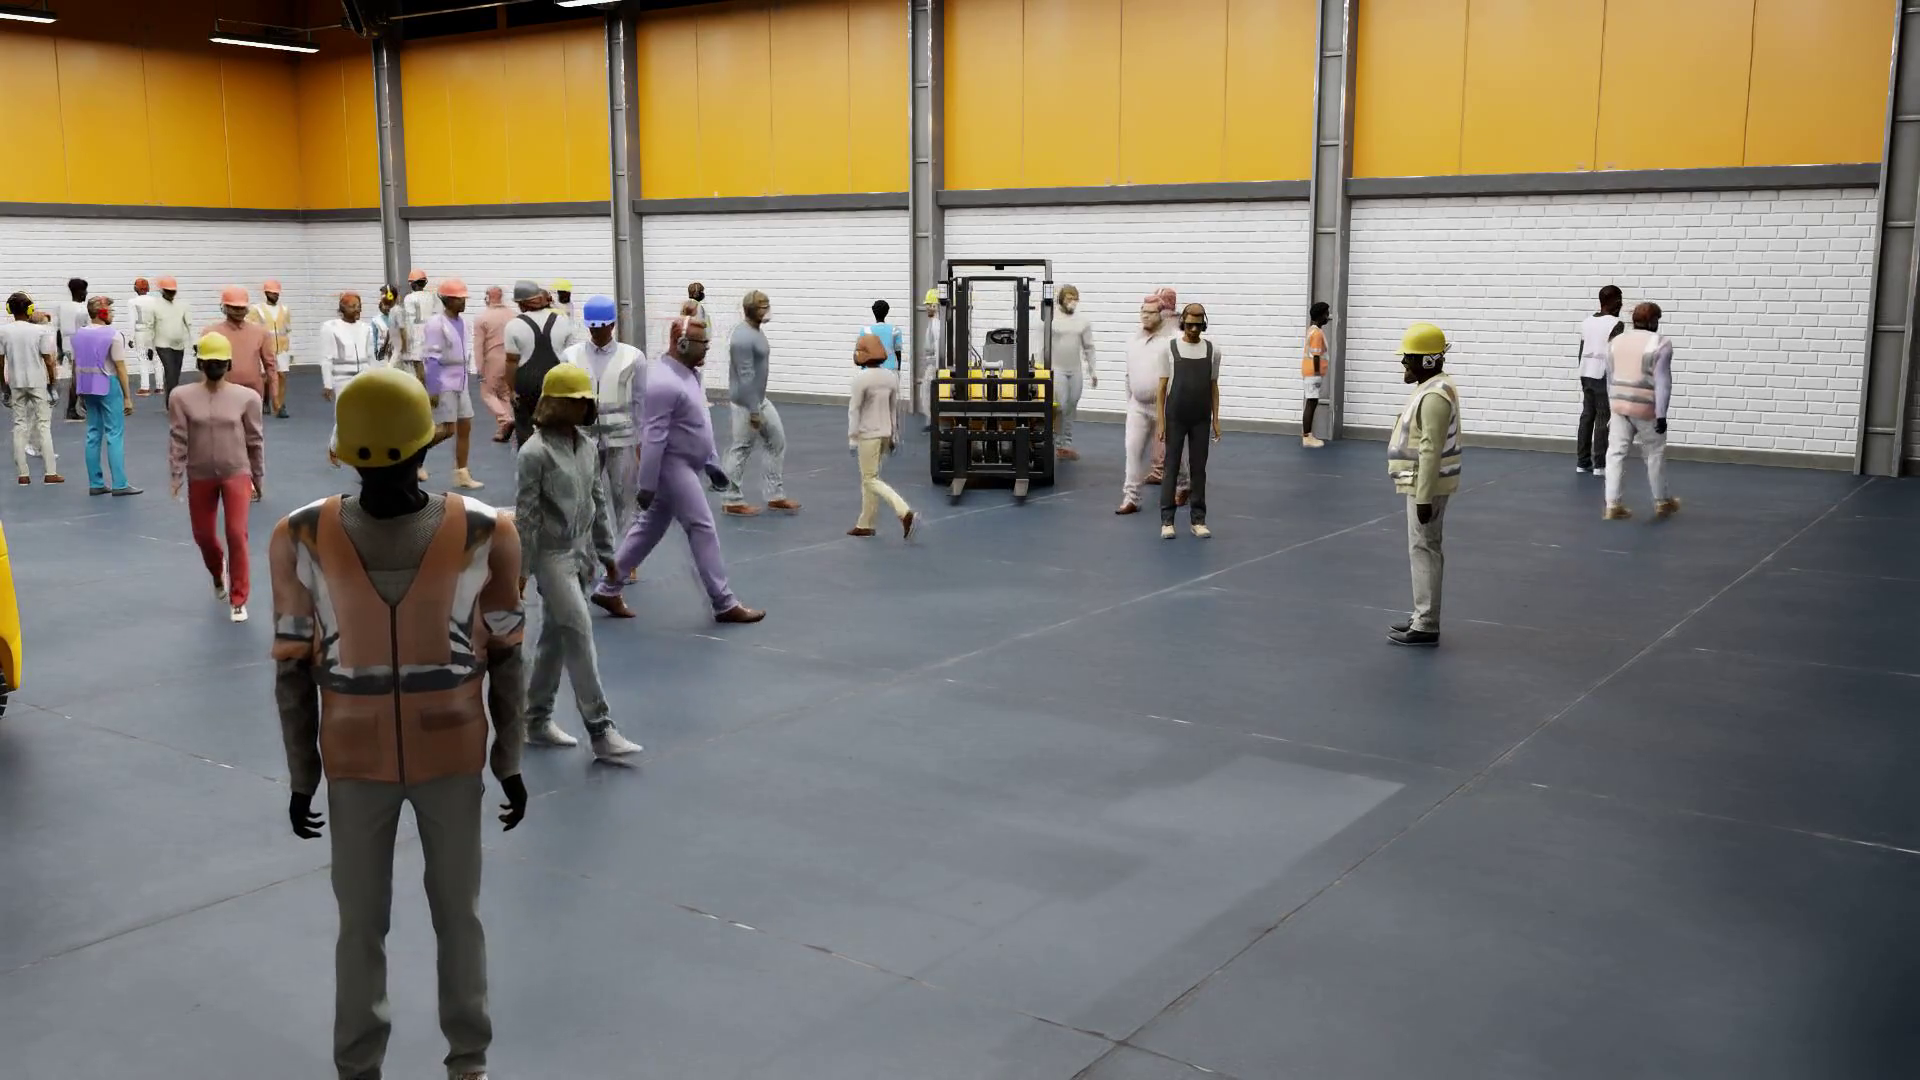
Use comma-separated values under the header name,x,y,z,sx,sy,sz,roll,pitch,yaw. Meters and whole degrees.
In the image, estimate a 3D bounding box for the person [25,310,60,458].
name,x,y,z,sx,sy,sz,roll,pitch,yaw
person,-10.045,-1.689,18.155,0.360,1.624,0.527,1,10,6

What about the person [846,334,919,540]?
name,x,y,z,sx,sy,sz,roll,pitch,yaw
person,-0.608,-0.778,12.803,0.722,1.609,0.512,7,12,34

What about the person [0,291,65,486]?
name,x,y,z,sx,sy,sz,roll,pitch,yaw
person,-8.979,-1.455,16.039,0.508,1.872,0.328,-3,10,-15

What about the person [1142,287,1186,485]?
name,x,y,z,sx,sy,sz,roll,pitch,yaw
person,1.976,-1.484,16.107,0.410,1.906,0.642,9,13,43

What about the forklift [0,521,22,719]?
name,x,y,z,sx,sy,sz,roll,pitch,yaw
forklift,-5.296,-0.090,6.943,1.214,2.155,2.313,7,12,35

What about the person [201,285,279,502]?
name,x,y,z,sx,sy,sz,roll,pitch,yaw
person,-6.595,-1.356,15.236,0.617,1.957,0.987,-6,11,-33

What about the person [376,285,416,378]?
name,x,y,z,sx,sy,sz,roll,pitch,yaw
person,-7.927,-2.624,23.159,0.995,1.811,0.503,-3,10,-18

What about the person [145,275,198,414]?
name,x,y,z,sx,sy,sz,roll,pitch,yaw
person,-10.945,-2.700,23.215,0.978,1.945,0.617,7,12,34

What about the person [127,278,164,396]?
name,x,y,z,sx,sy,sz,roll,pitch,yaw
person,-13.104,-3.264,26.767,0.343,1.882,0.585,6,11,33

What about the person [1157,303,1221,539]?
name,x,y,z,sx,sy,sz,roll,pitch,yaw
person,1.786,-0.924,12.968,0.504,1.840,0.345,-1,10,-7

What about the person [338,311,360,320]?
name,x,y,z,sx,sy,sz,roll,pitch,yaw
person,-8.033,-2.329,21.944,0.281,1.633,0.498,-1,10,-4

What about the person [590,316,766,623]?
name,x,y,z,sx,sy,sz,roll,pitch,yaw
person,-1.741,-0.413,9.930,1.061,1.849,0.621,0,10,-2

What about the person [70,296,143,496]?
name,x,y,z,sx,sy,sz,roll,pitch,yaw
person,-7.888,-1.316,15.285,0.567,1.841,0.377,3,10,17

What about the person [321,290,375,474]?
name,x,y,z,sx,sy,sz,roll,pitch,yaw
person,-6.189,-1.587,16.823,0.517,1.866,0.600,8,12,38

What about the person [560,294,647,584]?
name,x,y,z,sx,sy,sz,roll,pitch,yaw
person,-2.381,-0.664,11.120,0.602,1.939,0.397,0,10,-1

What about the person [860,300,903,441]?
name,x,y,z,sx,sy,sz,roll,pitch,yaw
person,-0.945,-2.020,19.917,0.536,1.696,0.321,-2,10,-14

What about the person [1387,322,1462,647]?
name,x,y,z,sx,sy,sz,roll,pitch,yaw
person,2.607,-0.309,9.363,0.403,1.825,0.595,3,10,17

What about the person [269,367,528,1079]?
name,x,y,z,sx,sy,sz,roll,pitch,yaw
person,-1.351,0.533,4.065,0.589,1.914,0.398,-2,10,-14

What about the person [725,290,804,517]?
name,x,y,z,sx,sy,sz,roll,pitch,yaw
person,-1.636,-1.129,13.963,0.798,1.908,0.665,1,10,7

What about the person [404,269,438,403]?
name,x,y,z,sx,sy,sz,roll,pitch,yaw
person,-8.113,-3.048,25.007,0.373,2.042,0.614,5,11,28

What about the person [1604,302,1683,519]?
name,x,y,z,sx,sy,sz,roll,pitch,yaw
person,5.783,-1.085,14.001,0.874,1.806,0.660,-6,11,-33

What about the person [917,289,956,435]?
name,x,y,z,sx,sy,sz,roll,pitch,yaw
person,-0.319,-2.193,20.603,0.602,1.807,0.628,2,10,14

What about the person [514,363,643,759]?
name,x,y,z,sx,sy,sz,roll,pitch,yaw
person,-1.625,0.095,7.232,0.796,1.710,0.513,4,10,20

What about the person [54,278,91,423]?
name,x,y,z,sx,sy,sz,roll,pitch,yaw
person,-11.828,-2.573,22.531,0.635,1.914,0.975,3,10,19

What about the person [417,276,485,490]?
name,x,y,z,sx,sy,sz,roll,pitch,yaw
person,-4.871,-1.468,15.665,0.708,2.022,0.620,3,10,18

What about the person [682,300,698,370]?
name,x,y,z,sx,sy,sz,roll,pitch,yaw
person,-3.928,-2.598,23.576,0.614,1.615,0.530,-4,10,-25

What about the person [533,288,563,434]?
name,x,y,z,sx,sy,sz,roll,pitch,yaw
person,-5.162,-2.172,20.451,0.732,1.817,0.658,5,11,27

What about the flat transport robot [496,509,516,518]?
name,x,y,z,sx,sy,sz,roll,pitch,yaw
flat transport robot,-3.576,-0.109,12.775,1.431,0.197,0.652,-1,10,-5

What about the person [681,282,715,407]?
name,x,y,z,sx,sy,sz,roll,pitch,yaw
person,-3.884,-2.879,24.603,0.429,1.844,0.624,-5,11,-28

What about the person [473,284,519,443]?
name,x,y,z,sx,sy,sz,roll,pitch,yaw
person,-5.413,-2.061,19.605,0.597,1.892,0.660,8,13,41

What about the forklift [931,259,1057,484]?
name,x,y,z,sx,sy,sz,roll,pitch,yaw
forklift,0.370,-1.738,16.759,1.214,2.155,2.313,1,10,3

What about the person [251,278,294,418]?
name,x,y,z,sx,sy,sz,roll,pitch,yaw
person,-9.427,-2.623,22.827,0.574,1.924,0.455,-9,13,-42

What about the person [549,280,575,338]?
name,x,y,z,sx,sy,sz,roll,pitch,yaw
person,-6.005,-3.011,25.282,1.014,1.873,0.608,5,11,26

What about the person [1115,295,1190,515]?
name,x,y,z,sx,sy,sz,roll,pitch,yaw
person,1.706,-1.175,14.378,0.651,1.877,0.929,6,11,34

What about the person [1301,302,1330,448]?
name,x,y,z,sx,sy,sz,roll,pitch,yaw
person,4.129,-1.919,19.335,0.320,1.694,0.534,2,10,9

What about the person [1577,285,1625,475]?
name,x,y,z,sx,sy,sz,roll,pitch,yaw
person,6.496,-1.620,16.884,0.398,1.917,0.590,-3,10,-16

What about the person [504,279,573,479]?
name,x,y,z,sx,sy,sz,roll,pitch,yaw
person,-4.088,-1.560,16.154,0.690,2.000,0.795,-6,11,-31

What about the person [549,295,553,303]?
name,x,y,z,sx,sy,sz,roll,pitch,yaw
person,-6.668,-3.149,26.840,0.355,1.619,0.528,8,12,40

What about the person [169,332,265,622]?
name,x,y,z,sx,sy,sz,roll,pitch,yaw
person,-4.515,-0.406,10.160,0.529,1.744,0.698,-3,10,-17

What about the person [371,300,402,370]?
name,x,y,z,sx,sy,sz,roll,pitch,yaw
person,-8.797,-2.934,25.676,0.526,1.599,0.789,-4,10,-21

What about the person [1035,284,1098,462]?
name,x,y,z,sx,sy,sz,roll,pitch,yaw
person,1.163,-1.786,17.917,0.724,1.906,0.667,-4,11,-25
